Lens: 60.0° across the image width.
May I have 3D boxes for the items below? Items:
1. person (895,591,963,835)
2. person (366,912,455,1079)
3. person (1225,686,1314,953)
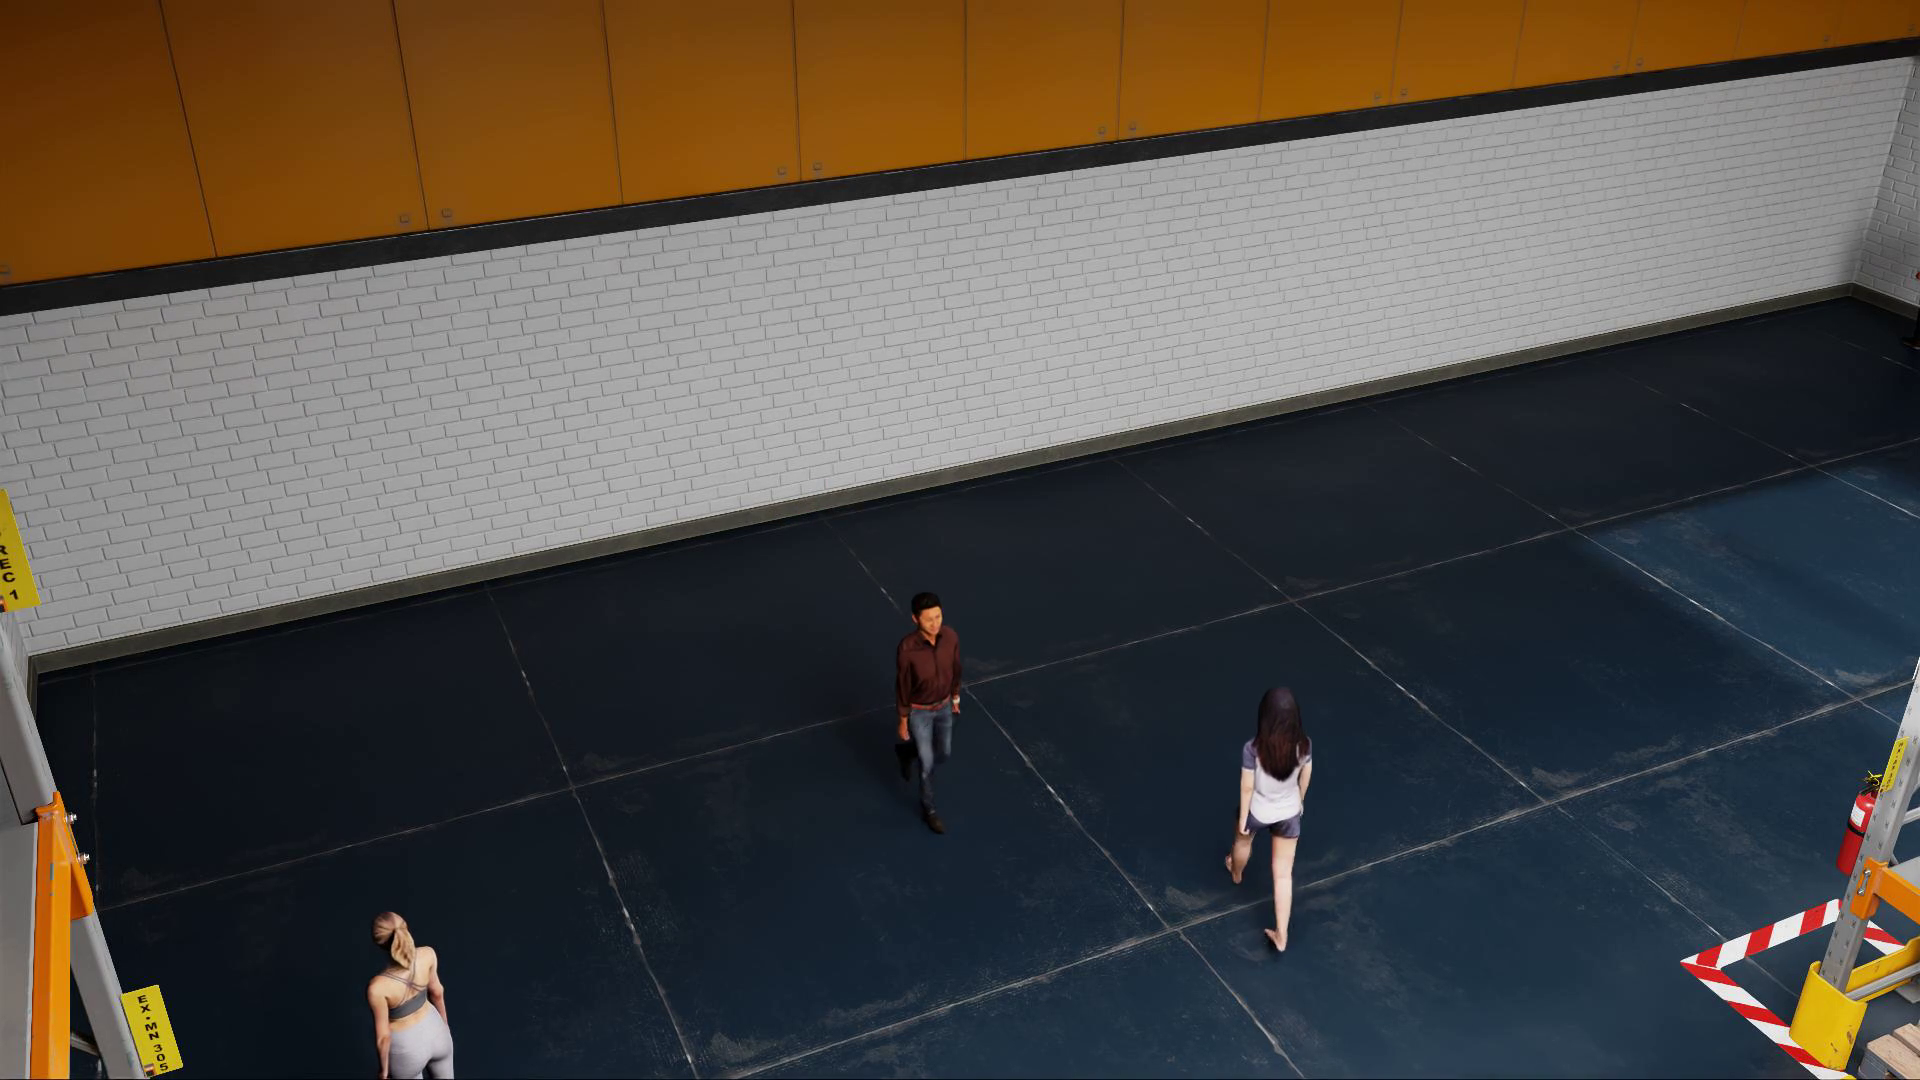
[{"bbox_3d":[-0.264,1.070,10.872,0.742,1.760,0.982,-17,33,-28],"label":"person"},{"bbox_3d":[-2.695,2.521,8.268,0.661,1.707,0.642,21,35,33],"label":"person"},{"bbox_3d":[1.871,1.672,9.880,0.835,1.654,1.201,-4,29,-8],"label":"person"}]
